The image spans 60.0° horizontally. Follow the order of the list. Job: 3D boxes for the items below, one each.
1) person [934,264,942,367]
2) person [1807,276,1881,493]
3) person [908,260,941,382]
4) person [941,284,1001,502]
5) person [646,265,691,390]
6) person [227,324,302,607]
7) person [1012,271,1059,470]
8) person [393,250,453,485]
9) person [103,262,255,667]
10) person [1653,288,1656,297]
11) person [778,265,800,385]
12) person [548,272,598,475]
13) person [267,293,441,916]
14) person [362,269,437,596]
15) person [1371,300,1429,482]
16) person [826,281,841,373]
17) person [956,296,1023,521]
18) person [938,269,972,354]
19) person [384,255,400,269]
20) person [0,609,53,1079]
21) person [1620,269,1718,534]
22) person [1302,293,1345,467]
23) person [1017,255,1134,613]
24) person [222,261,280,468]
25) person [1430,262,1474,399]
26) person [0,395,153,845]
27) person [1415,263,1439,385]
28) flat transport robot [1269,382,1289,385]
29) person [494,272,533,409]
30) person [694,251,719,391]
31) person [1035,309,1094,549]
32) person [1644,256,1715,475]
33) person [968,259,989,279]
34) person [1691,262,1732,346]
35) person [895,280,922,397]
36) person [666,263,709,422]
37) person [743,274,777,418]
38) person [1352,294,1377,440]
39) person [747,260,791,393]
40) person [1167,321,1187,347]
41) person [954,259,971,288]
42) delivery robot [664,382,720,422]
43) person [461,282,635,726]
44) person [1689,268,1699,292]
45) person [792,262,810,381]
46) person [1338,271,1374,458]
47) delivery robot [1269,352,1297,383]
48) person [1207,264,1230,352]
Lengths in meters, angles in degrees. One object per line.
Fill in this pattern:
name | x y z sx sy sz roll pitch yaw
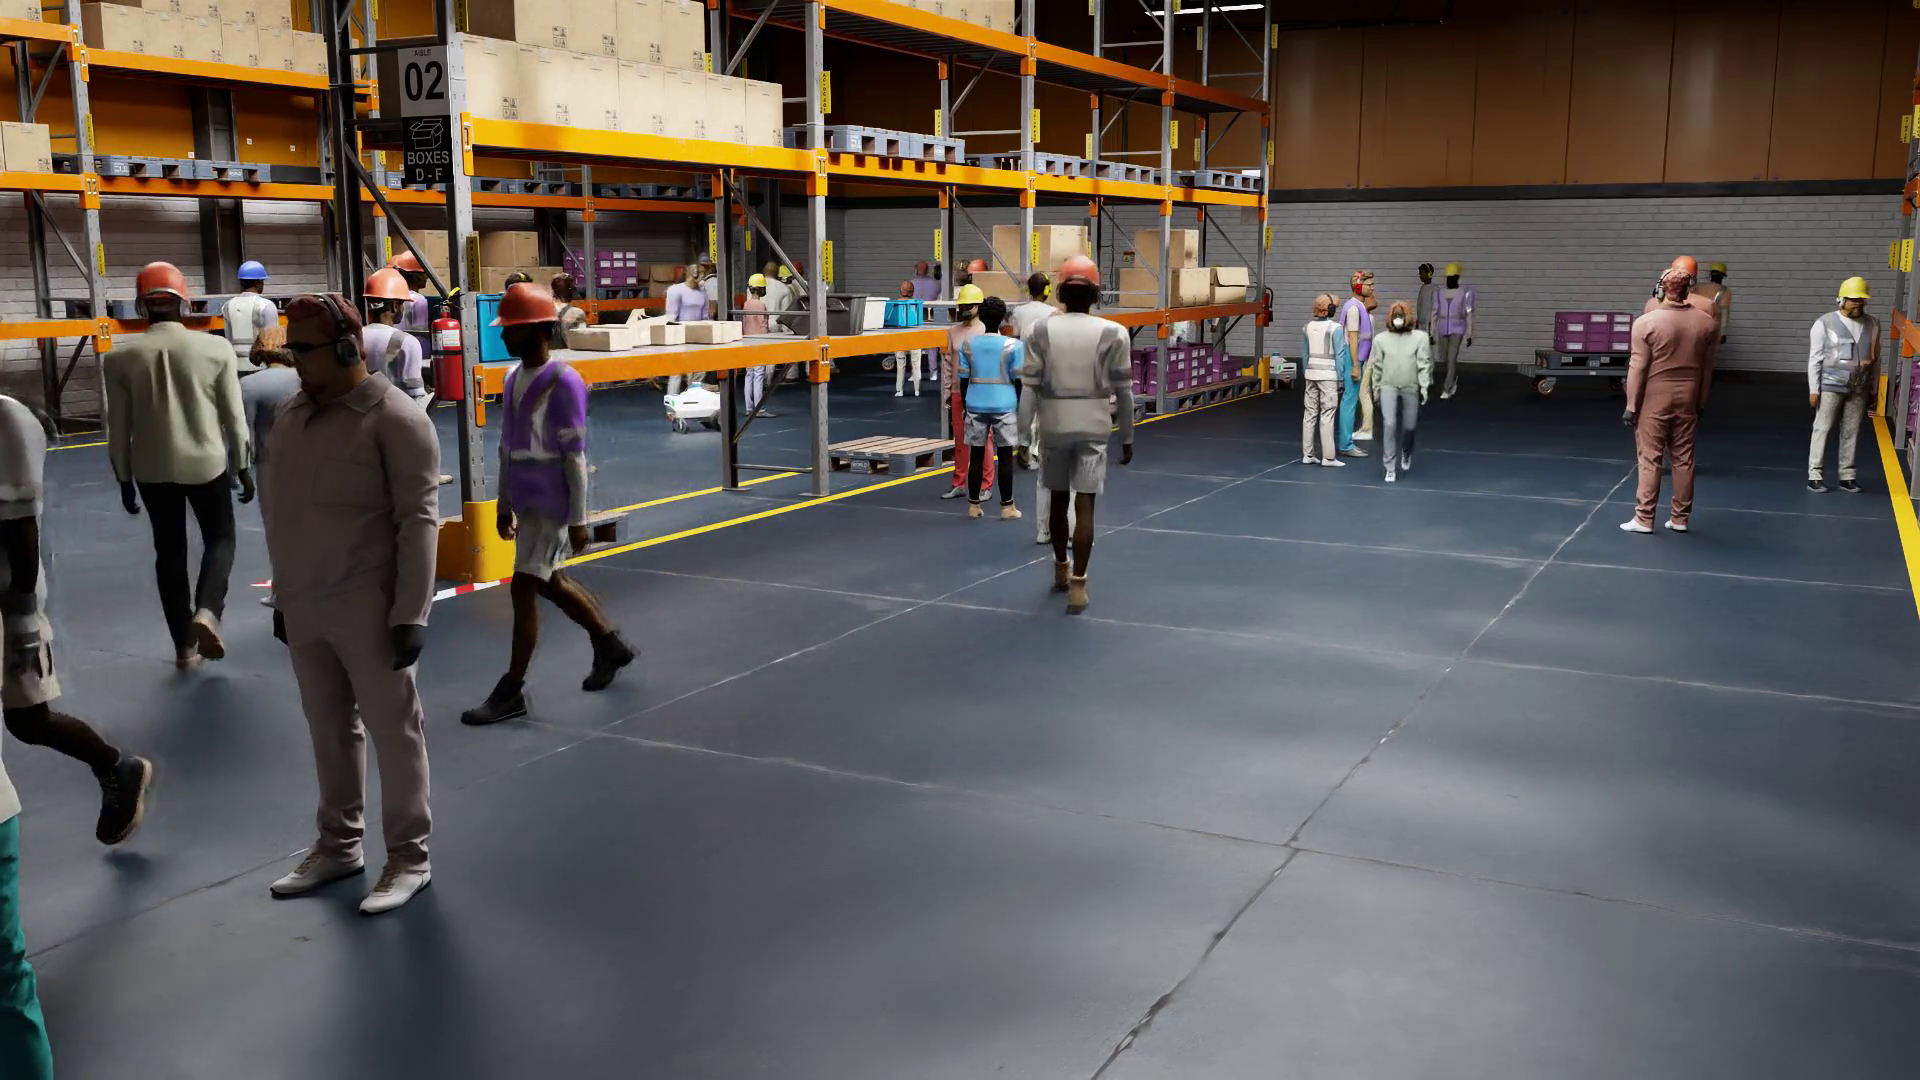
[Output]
person | -0.308 -3.956 29.419 0.436 1.829 0.632 4 11 22
person | 7.469 -1.305 14.045 0.596 1.828 0.403 0 10 -1
person | -0.600 -3.436 26.159 0.652 1.906 0.403 -3 10 -19
person | 0.091 -1.193 13.573 0.523 1.769 0.315 6 11 30
person | -4.206 -3.122 24.532 0.596 1.853 0.927 10 14 44
person | -3.907 -0.421 9.526 0.373 1.608 0.600 7 12 35
person | 0.723 -1.571 15.528 0.511 1.856 0.377 4 11 23
person | -4.735 -1.493 14.512 0.605 2.045 0.377 9 14 44
person | -3.758 -0.343 8.028 0.642 1.978 0.574 -3 10 -16
person | 7.618 -1.946 18.135 0.316 1.695 0.542 -2 10 -11
person | -2.660 -3.305 25.623 0.404 1.827 0.600 2 10 10
person | -3.575 -1.497 15.104 0.513 1.845 0.335 3 10 19
person | -1.902 0.199 5.134 0.639 1.902 0.406 5 11 28
person | -3.303 -0.597 9.652 0.541 1.932 0.383 3 10 19
person | 3.936 -1.345 14.900 0.507 1.609 0.672 2 10 13
person | -2.293 -3.725 28.010 0.625 1.847 0.429 6 11 30
person | 0.245 -0.984 12.564 0.541 1.697 0.316 3 10 19
person | 0.083 -2.508 21.078 0.643 1.804 0.849 3 10 19
person | -6.815 -2.480 20.361 0.384 1.993 0.622 -3 10 -15
person | -2.030 0.591 3.245 0.314 1.769 0.524 -1 10 -4
person | 5.077 -0.989 11.991 0.640 1.909 0.409 -2 10 -10
person | 3.444 -1.509 15.768 0.311 1.642 0.513 -6 12 -33
person | 0.691 -0.634 9.662 0.650 1.995 1.001 2 10 11
person | -6.580 -1.628 15.585 0.616 1.943 0.417 3 10 19
person | 6.890 -2.931 23.263 0.596 1.903 0.813 7 12 36
person | -3.037 0.159 5.249 0.608 1.943 0.853 3 10 18
person | 7.126 -3.299 25.487 0.329 1.865 0.515 -3 10 -15
flat transport robot | 4.338 -2.486 25.367 1.431 0.197 0.652 1 10 8
person | -3.533 -1.212 13.401 0.518 1.865 0.323 4 11 22
person | -3.765 -3.212 24.470 0.538 2.000 0.684 -3 10 -18
person | 0.697 -0.756 11.410 0.307 1.641 0.513 -7 12 -37
person | 6.529 -1.580 15.157 0.622 1.992 0.396 5 11 26
person | 0.225 -2.525 20.778 0.347 1.943 0.544 1 10 7
person | 10.756 -3.050 23.960 0.572 1.889 0.641 -8 13 -38
person | -0.734 -2.821 23.366 0.514 1.641 0.307 -2 10 -11
person | -3.307 -2.376 20.060 0.390 1.901 0.693 6 12 32
person | -2.482 -2.382 20.460 0.316 1.769 0.523 -6 12 -33
person | 4.381 -1.903 18.069 0.268 1.632 0.506 3 10 18
person | -2.768 -3.068 23.993 0.663 1.918 0.475 -2 10 -11
person | 3.441 -3.403 26.525 0.564 1.711 0.534 7 12 35
person | 0.031 -2.625 21.370 0.355 1.936 0.637 4 11 21
delivery robot | -2.975 -1.540 18.818 0.707 0.478 0.477 -5 11 -25
person | -1.826 -0.187 7.372 0.931 1.904 0.557 -9 13 -43
person | 10.968 -3.281 25.156 0.347 1.943 0.544 -8 13 -39
person | -2.547 -3.423 26.148 0.572 1.883 0.355 -4 10 -21
person | 3.915 -1.748 16.555 0.396 1.847 0.564 3 10 16
delivery robot | 4.659 -2.528 24.538 0.477 0.478 0.707 -4 10 -22
person | 4.228 -3.606 27.354 0.404 1.833 0.586 3 10 19
